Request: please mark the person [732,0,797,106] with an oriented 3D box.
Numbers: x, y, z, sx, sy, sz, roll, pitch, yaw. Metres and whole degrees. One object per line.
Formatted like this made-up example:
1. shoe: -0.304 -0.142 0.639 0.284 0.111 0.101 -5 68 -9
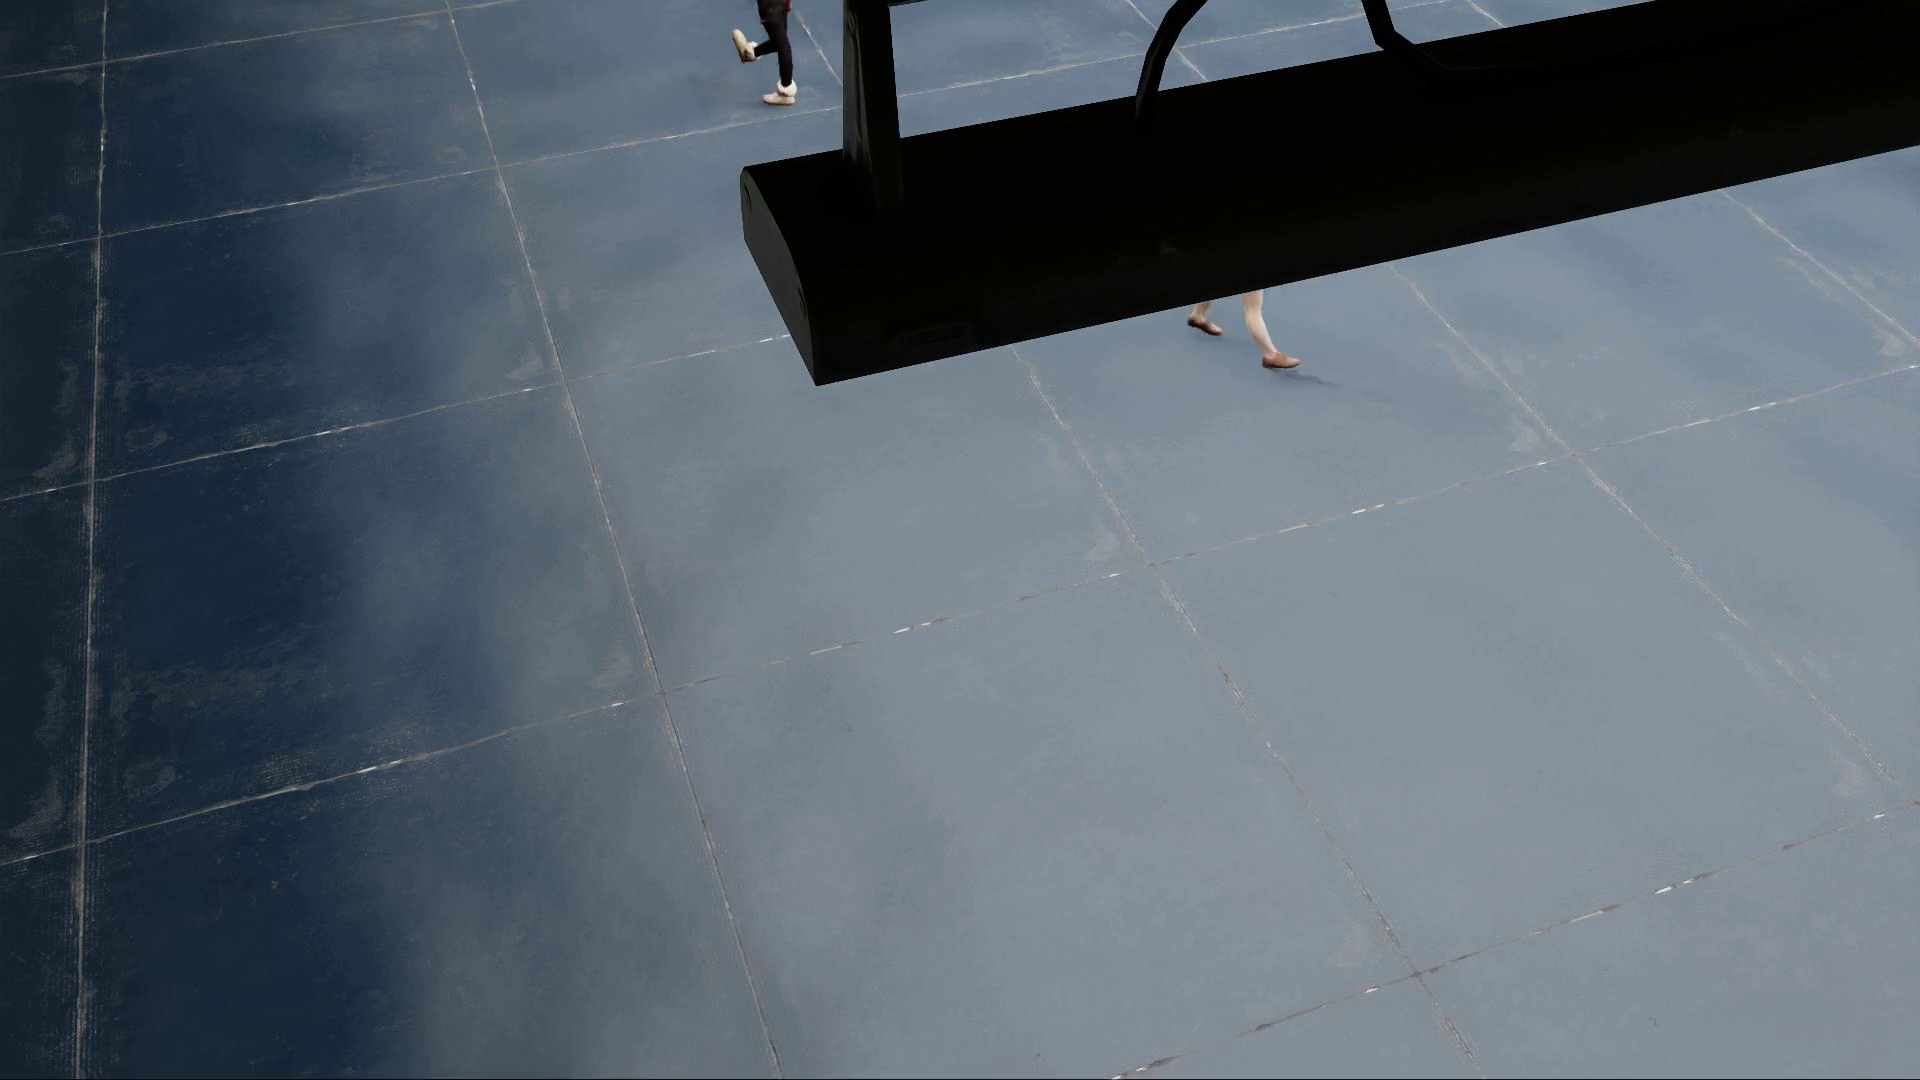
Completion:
1. person: -1.657 -4.421 13.677 0.961 1.650 0.927 25 49 24
